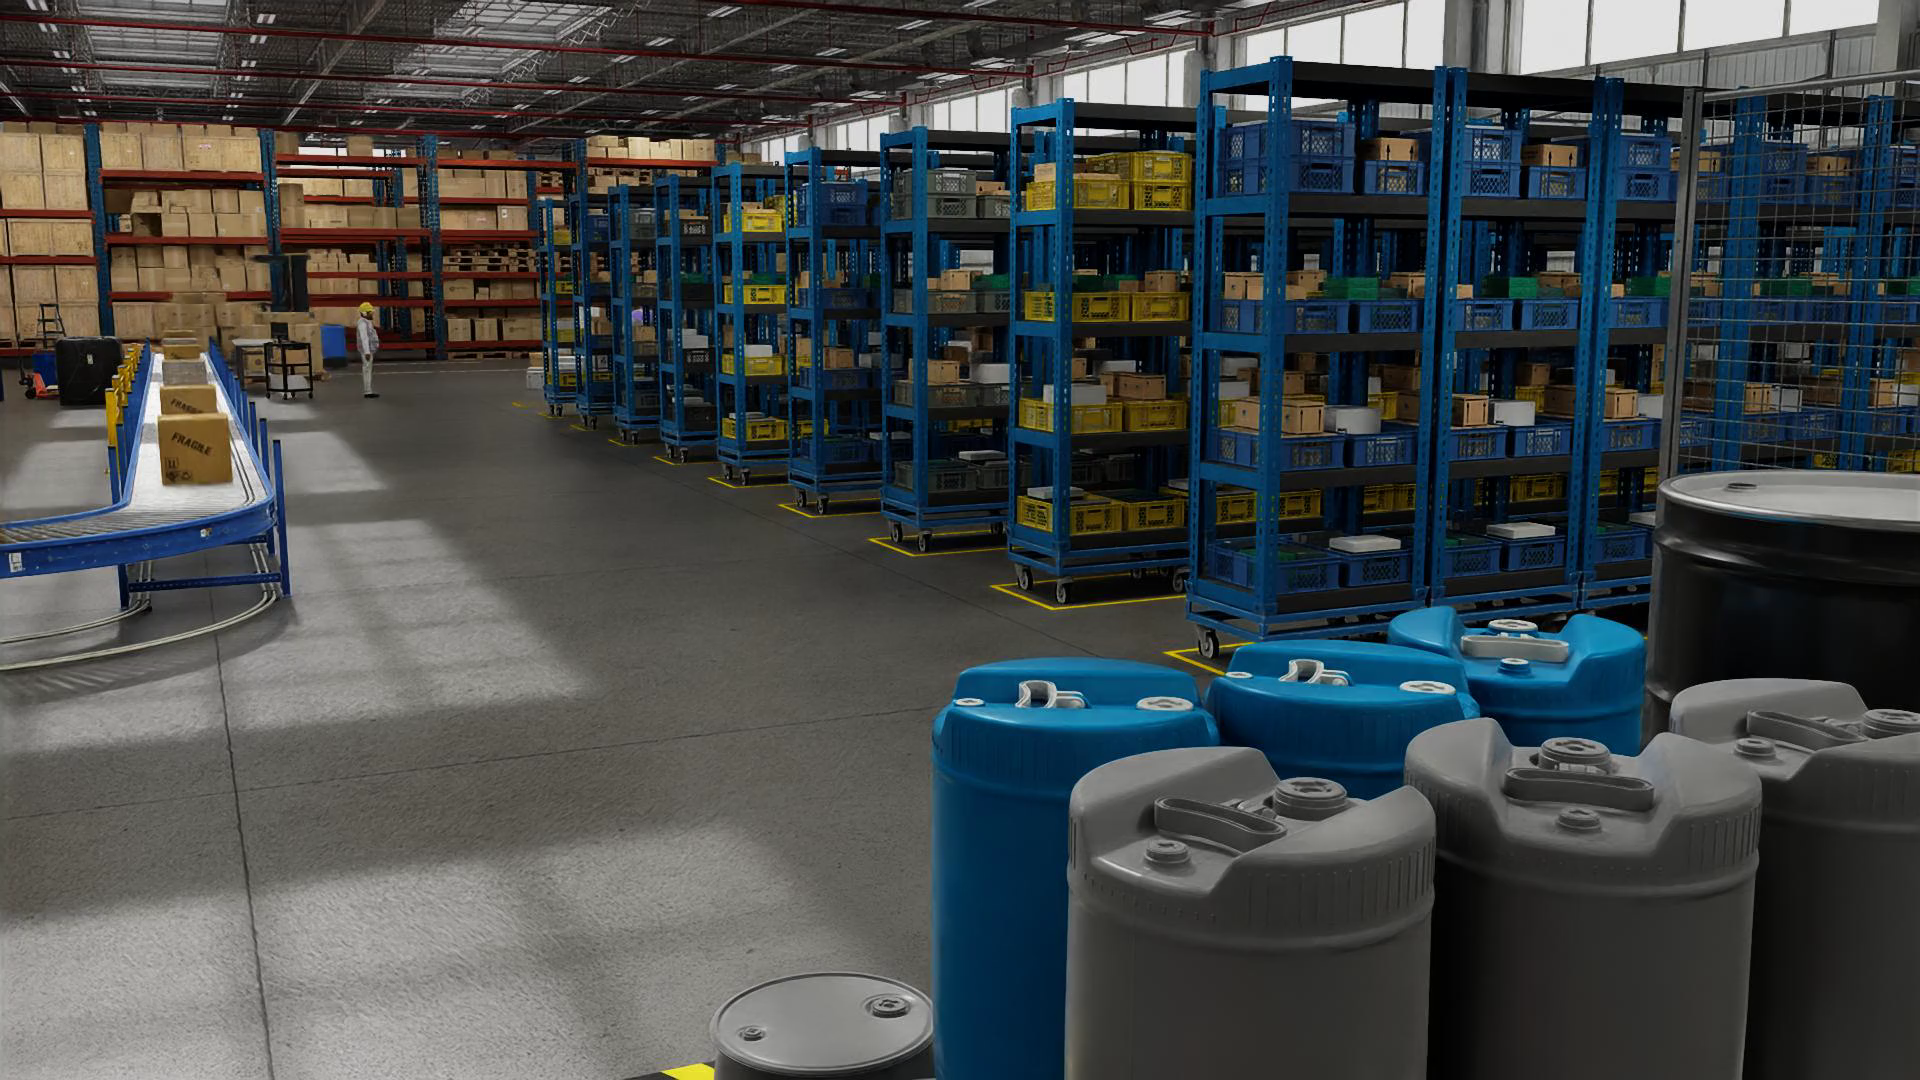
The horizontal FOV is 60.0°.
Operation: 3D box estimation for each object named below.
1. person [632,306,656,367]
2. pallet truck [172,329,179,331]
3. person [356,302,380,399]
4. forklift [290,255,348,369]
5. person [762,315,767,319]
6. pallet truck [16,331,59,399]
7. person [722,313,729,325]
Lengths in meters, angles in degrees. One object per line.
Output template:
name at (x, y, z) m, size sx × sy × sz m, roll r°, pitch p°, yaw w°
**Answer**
person at (-7.115, -4.510, 37.376) m, size 0.611 × 1.843 × 0.449 m, roll -1°, pitch 9°, yaw -8°
pallet truck at (-17.275, -3.851, 35.096) m, size 1.601 × 1.201 × 0.680 m, roll 0°, pitch 9°, yaw 1°
person at (-11.284, -3.609, 31.717) m, size 0.404 × 1.833 × 0.590 m, roll -3°, pitch 10°, yaw -17°
forklift at (-16.145, -5.601, 40.836) m, size 1.873 × 2.768 × 1.129 m, roll -4°, pitch 10°, yaw -25°
person at (-4.828, -4.919, 40.173) m, size 0.566 × 1.726 × 0.723 m, roll -1°, pitch 9°, yaw -6°
pallet truck at (-17.082, -3.353, 31.781) m, size 1.630 × 1.274 × 0.653 m, roll -4°, pitch 10°, yaw -25°
person at (-4.722, -3.990, 33.988) m, size 0.657 × 1.863 × 0.932 m, roll 5°, pitch 11°, yaw 30°
